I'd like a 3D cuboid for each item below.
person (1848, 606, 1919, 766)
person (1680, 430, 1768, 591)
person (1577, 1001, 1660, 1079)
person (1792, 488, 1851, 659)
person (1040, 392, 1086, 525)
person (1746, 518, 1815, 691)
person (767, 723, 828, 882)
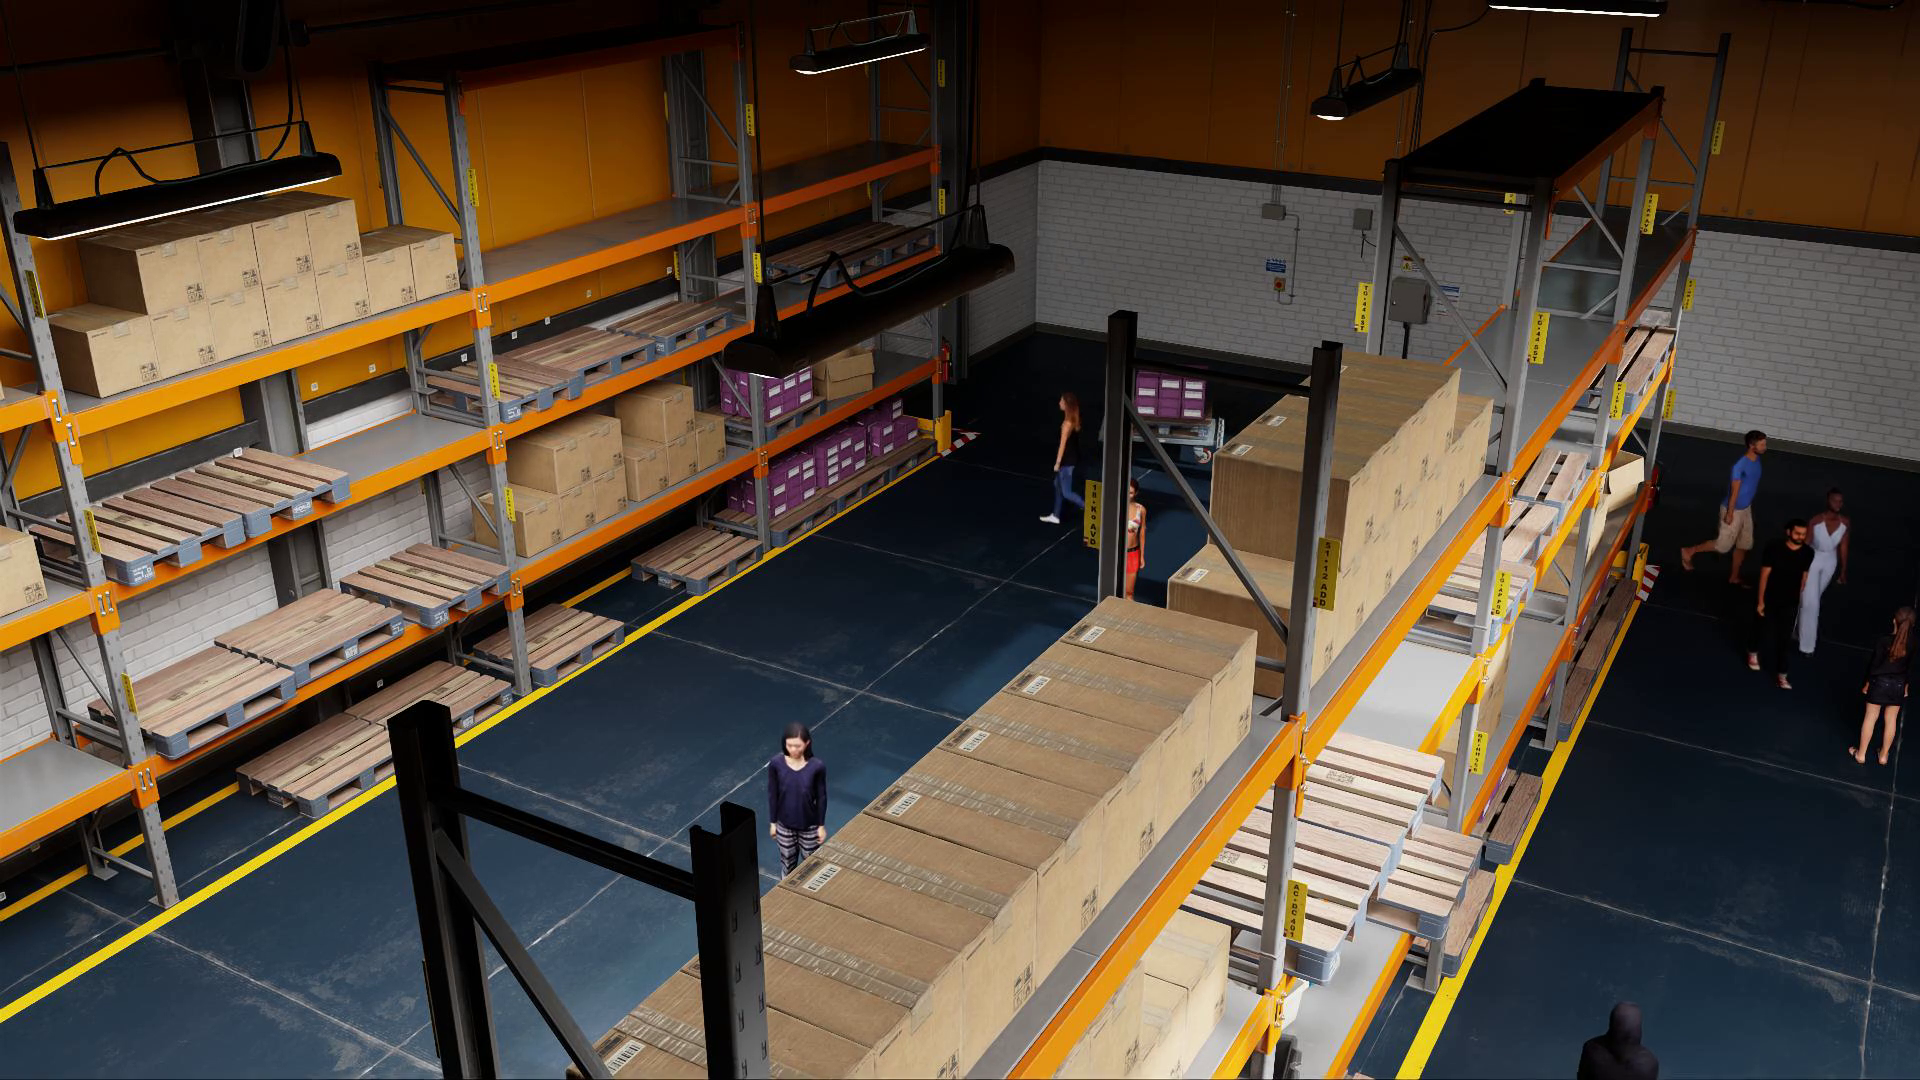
[{"bbox_3d":[8.362,1.299,14.985,0.603,1.556,0.632,5,24,10],"label":"person"},{"bbox_3d":[8.533,-0.372,18.454,1.080,1.839,0.933,-19,30,-36],"label":"person"},{"bbox_3d":[3.866,3.481,9.944,0.640,1.594,1.001,11,26,23],"label":"person"},{"bbox_3d":[8.759,0.275,17.066,0.812,1.764,0.918,-1,24,-2],"label":"person"},{"bbox_3d":[1.366,-0.920,19.880,0.821,1.700,1.018,6,24,14],"label":"person"},{"bbox_3d":[8.055,0.566,16.465,0.892,1.713,1.200,4,24,10],"label":"person"},{"bbox_3d":[-1.243,2.154,12.805,0.675,1.734,0.653,3,24,6],"label":"person"}]
